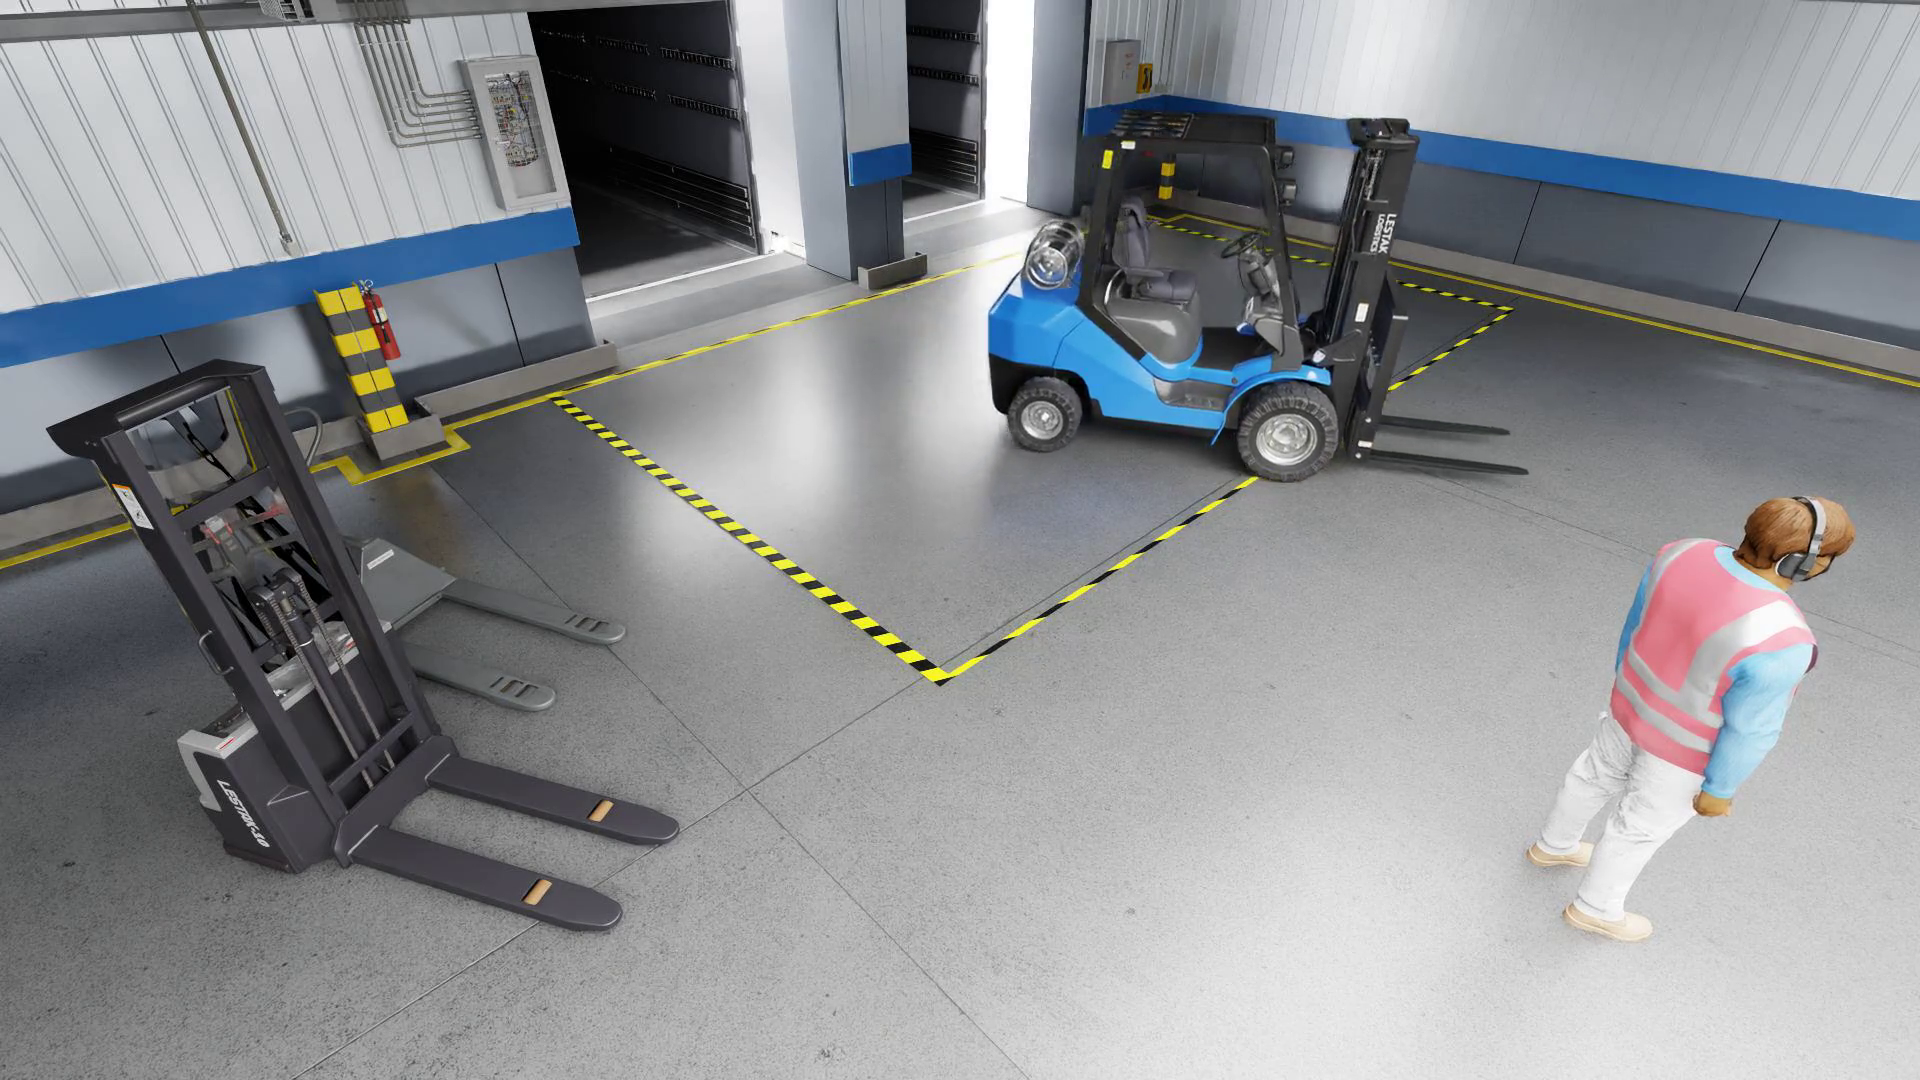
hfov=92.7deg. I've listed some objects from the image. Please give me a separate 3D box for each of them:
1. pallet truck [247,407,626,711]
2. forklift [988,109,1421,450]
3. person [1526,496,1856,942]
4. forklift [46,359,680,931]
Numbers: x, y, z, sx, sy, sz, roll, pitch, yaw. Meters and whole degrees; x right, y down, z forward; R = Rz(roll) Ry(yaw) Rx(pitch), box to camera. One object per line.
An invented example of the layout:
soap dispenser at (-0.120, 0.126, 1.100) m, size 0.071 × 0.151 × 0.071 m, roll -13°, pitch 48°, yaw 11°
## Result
pallet truck at (-2.628, 0.038, 4.590) m, size 1.601 × 1.201 × 0.680 m, roll 12°, pitch 36°, yaw 18°
forklift at (1.585, -1.822, 6.337) m, size 2.680 × 2.036 × 1.157 m, roll 9°, pitch 35°, yaw 13°
person at (2.474, 0.647, 3.161) m, size 0.429 × 1.843 × 0.629 m, roll 1°, pitch 34°, yaw 2°
forklift at (-2.135, 0.422, 3.354) m, size 1.885 × 1.965 × 0.823 m, roll 10°, pitch 35°, yaw 14°
